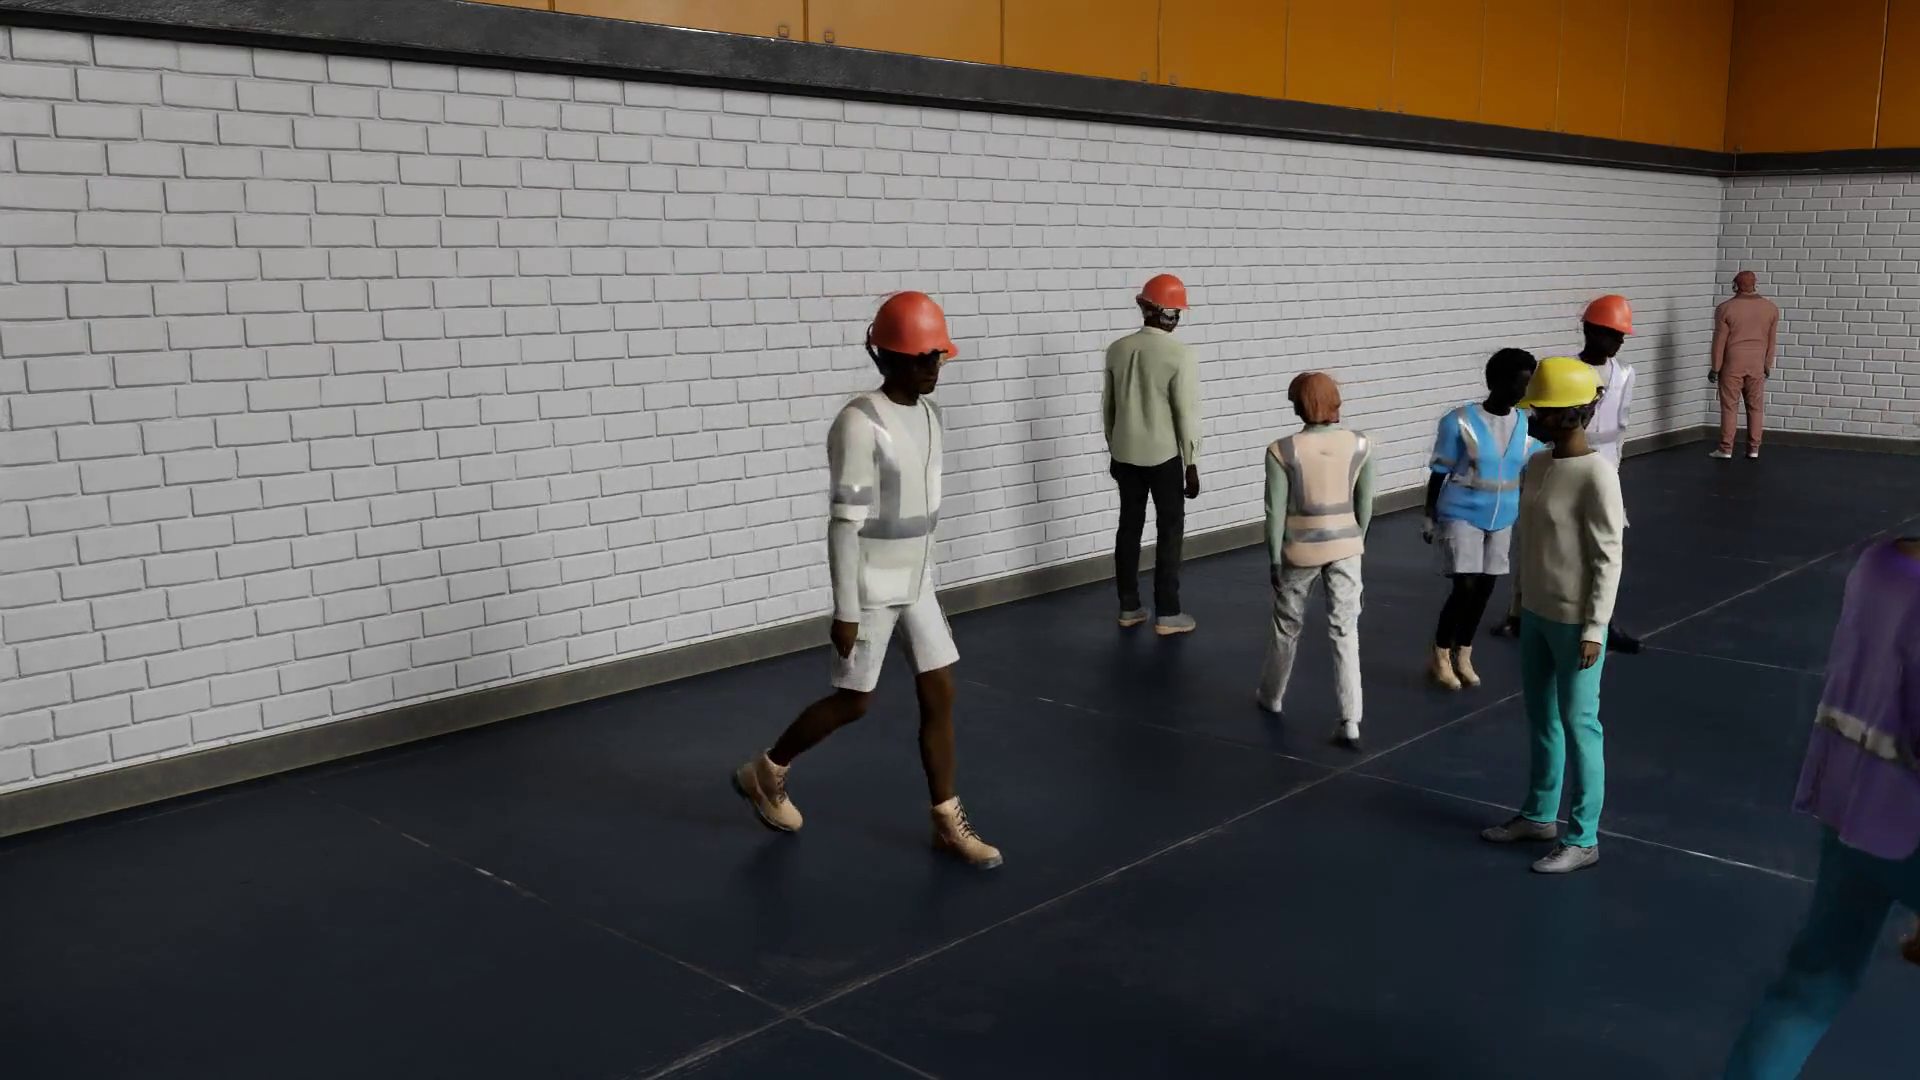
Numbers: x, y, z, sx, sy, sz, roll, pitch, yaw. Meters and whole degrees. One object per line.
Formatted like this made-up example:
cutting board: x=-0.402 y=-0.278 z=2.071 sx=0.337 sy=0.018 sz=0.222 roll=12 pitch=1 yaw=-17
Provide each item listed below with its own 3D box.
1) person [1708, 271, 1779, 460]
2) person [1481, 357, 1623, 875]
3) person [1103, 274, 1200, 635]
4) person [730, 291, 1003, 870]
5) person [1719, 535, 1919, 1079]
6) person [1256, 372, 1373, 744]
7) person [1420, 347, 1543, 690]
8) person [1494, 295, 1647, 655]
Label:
person: x=7.870 y=-1.756 z=16.782 sx=0.642 sy=1.901 sz=0.401 roll=0 pitch=10 yaw=0
person: x=2.035 y=0.259 z=5.694 sx=0.327 sy=1.765 sz=0.529 roll=-2 pitch=10 yaw=-11
person: x=1.067 y=-0.471 z=9.266 sx=0.653 sy=1.977 sz=0.397 roll=9 pitch=14 yaw=42
person: x=-0.325 y=0.132 z=5.792 sx=0.958 sy=1.998 sz=0.658 roll=6 pitch=12 yaw=30
person: x=2.066 y=0.633 z=3.541 sx=0.972 sy=1.780 sz=0.553 roll=-1 pitch=10 yaw=-4
person: x=1.566 y=0.062 z=7.301 sx=0.518 sy=1.596 sz=0.832 roll=-1 pitch=10 yaw=-4
person: x=2.496 y=-0.099 z=7.974 sx=0.549 sy=1.661 sz=0.489 roll=-2 pitch=10 yaw=-14
person: x=3.266 y=-0.354 z=8.878 sx=0.609 sy=1.892 sz=0.697 roll=-1 pitch=10 yaw=-8
